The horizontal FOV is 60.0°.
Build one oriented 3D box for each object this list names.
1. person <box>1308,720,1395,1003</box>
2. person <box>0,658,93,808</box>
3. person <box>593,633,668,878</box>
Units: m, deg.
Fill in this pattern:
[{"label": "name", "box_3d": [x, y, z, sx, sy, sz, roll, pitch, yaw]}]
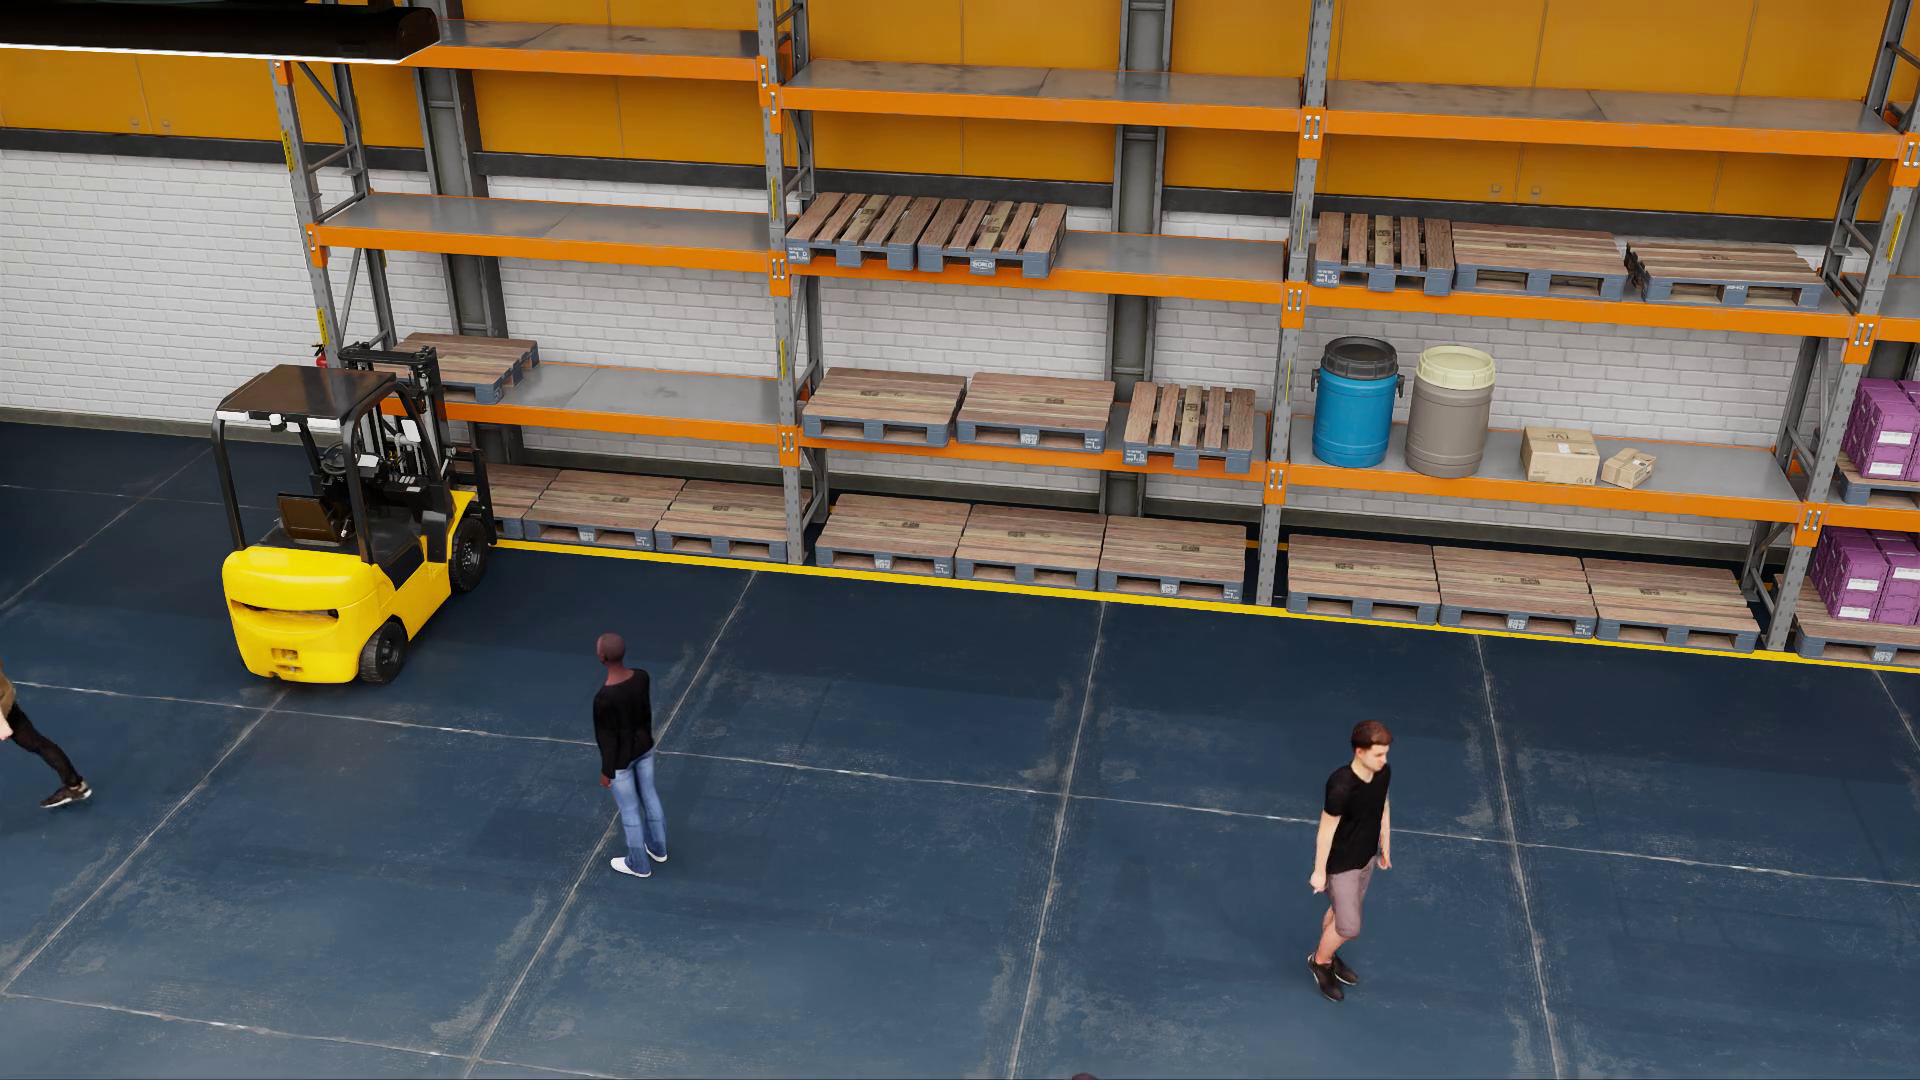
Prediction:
[{"label": "person", "box_3d": [2.168, 1.775, 9.578, 0.802, 1.850, 0.839, -23, 36, -36]}, {"label": "person", "box_3d": [-6.242, 1.080, 10.903, 1.316, 1.801, 1.154, -13, 31, -23]}, {"label": "person", "box_3d": [-2.084, 1.348, 10.468, 0.675, 1.748, 0.674, 18, 33, 29]}]
